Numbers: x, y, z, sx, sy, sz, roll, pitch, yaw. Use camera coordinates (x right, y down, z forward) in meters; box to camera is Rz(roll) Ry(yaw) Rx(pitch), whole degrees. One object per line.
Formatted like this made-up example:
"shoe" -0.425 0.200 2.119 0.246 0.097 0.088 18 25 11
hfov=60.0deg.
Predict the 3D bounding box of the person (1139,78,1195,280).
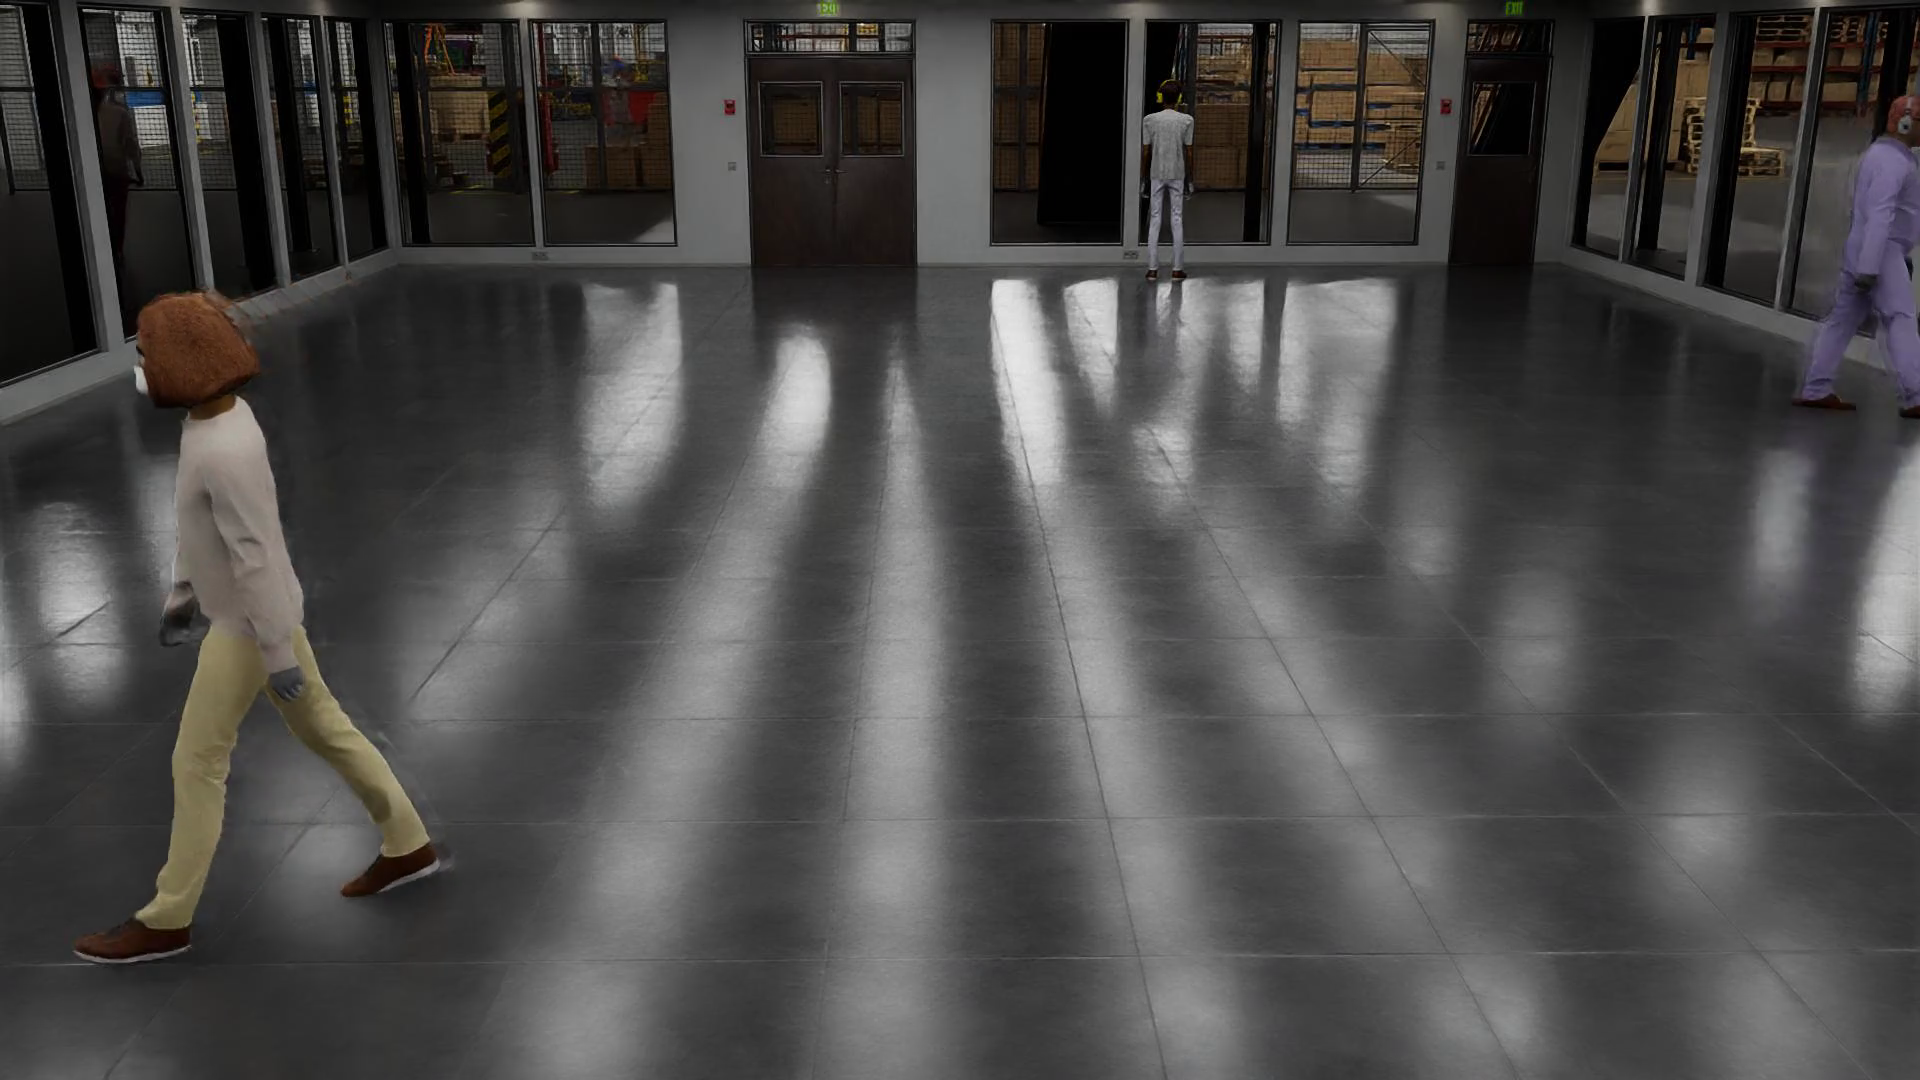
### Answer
"person" 1.965 -3.407 15.757 0.530 1.875 0.323 3 17 11

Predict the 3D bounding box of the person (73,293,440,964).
"person" -1.714 0.198 3.988 0.849 1.590 0.505 -6 18 -21

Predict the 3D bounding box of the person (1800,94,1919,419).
"person" 5.543 -1.646 9.778 0.925 1.870 0.647 6 17 18
